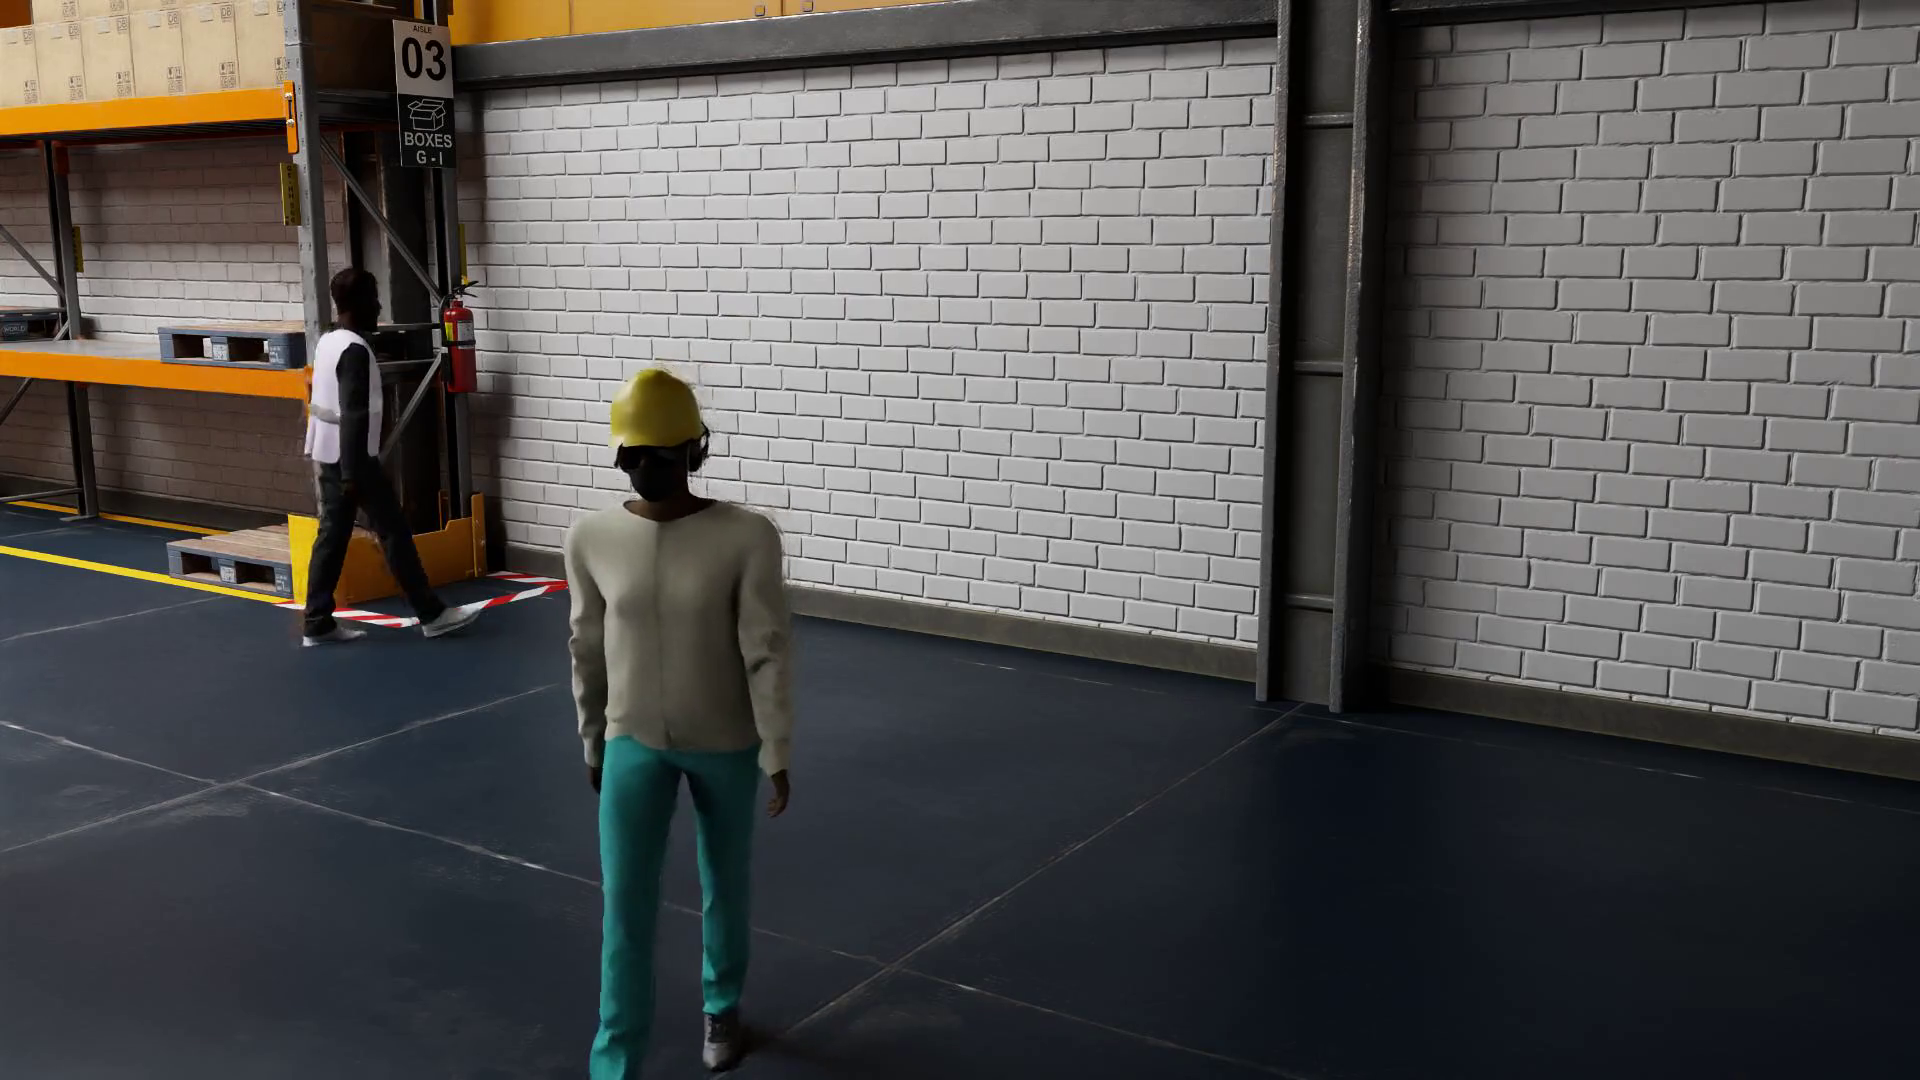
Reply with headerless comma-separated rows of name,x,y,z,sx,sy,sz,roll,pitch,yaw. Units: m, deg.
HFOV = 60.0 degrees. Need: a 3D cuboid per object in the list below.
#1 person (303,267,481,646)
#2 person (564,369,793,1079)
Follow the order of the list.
person,-2.920,-0.413,8.369,0.911,1.878,0.607,-7,12,-33
person,-0.648,0.488,3.785,0.540,1.727,0.861,0,10,1
